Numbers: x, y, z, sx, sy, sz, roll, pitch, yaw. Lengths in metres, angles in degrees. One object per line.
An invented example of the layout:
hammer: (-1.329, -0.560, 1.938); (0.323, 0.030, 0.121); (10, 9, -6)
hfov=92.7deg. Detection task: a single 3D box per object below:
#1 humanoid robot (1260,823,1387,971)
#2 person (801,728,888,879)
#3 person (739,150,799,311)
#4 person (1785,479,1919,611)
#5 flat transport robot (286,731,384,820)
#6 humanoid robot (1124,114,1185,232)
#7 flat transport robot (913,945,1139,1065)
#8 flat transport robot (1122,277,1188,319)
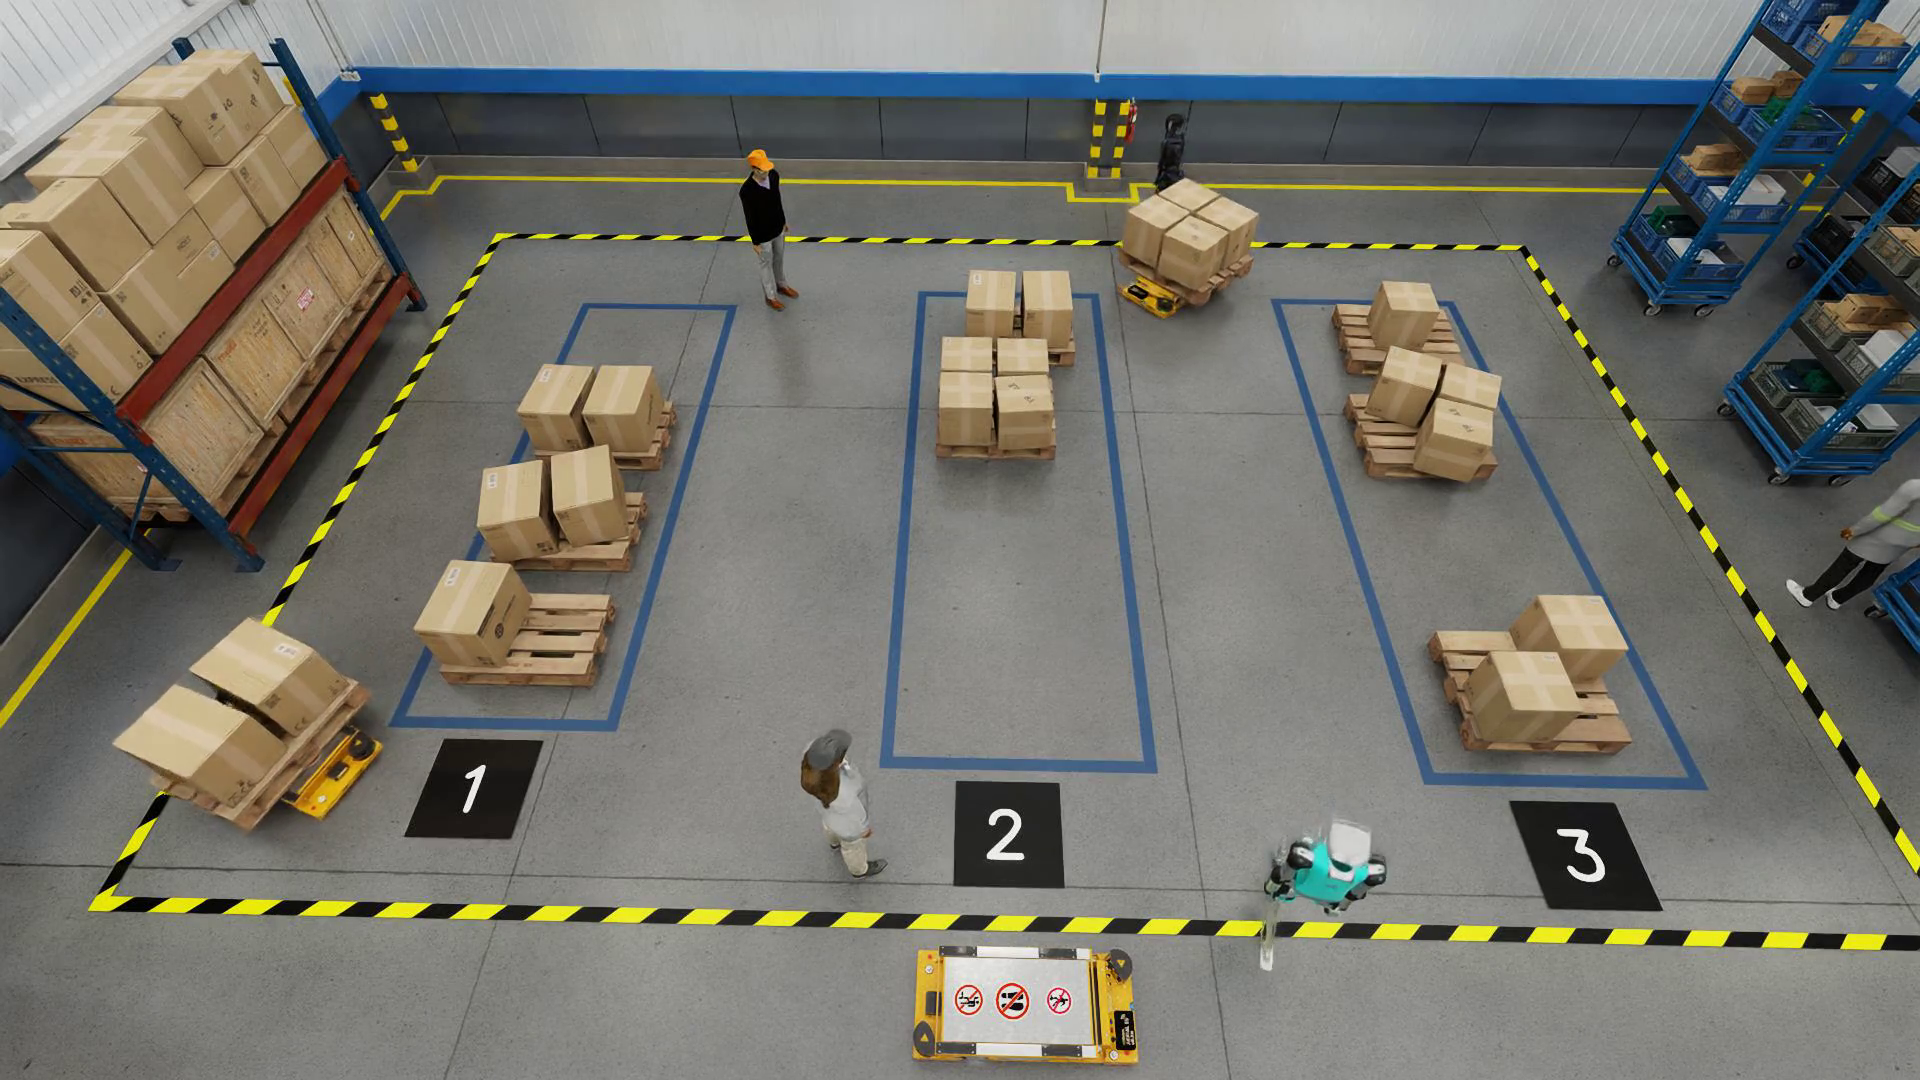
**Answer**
humanoid robot: (2.233, 2.017, 5.919); (0.530, 1.780, 1.003); (10, 52, 8)
person: (-0.795, 1.771, 6.073); (0.398, 1.769, 0.563); (-31, 57, -23)
person: (-2.131, -3.469, 10.275); (0.381, 1.878, 0.590); (24, 55, 19)
person: (7.639, -0.075, 7.527); (0.587, 1.850, 0.393); (8, 51, 7)
flat transport robot: (-5.335, 1.616, 7.150); (1.431, 0.197, 0.652); (16, 53, 13)
humanoid robot: (2.492, -4.345, 11.148); (0.764, 1.626, 0.608); (-7, 51, -6)
flat transport robot: (0.422, 3.041, 6.007); (1.431, 0.231, 0.659); (1, 51, 1)
flat transport robot: (2.672, -3.192, 11.070); (1.431, 0.197, 0.652); (-37, 60, -26)
